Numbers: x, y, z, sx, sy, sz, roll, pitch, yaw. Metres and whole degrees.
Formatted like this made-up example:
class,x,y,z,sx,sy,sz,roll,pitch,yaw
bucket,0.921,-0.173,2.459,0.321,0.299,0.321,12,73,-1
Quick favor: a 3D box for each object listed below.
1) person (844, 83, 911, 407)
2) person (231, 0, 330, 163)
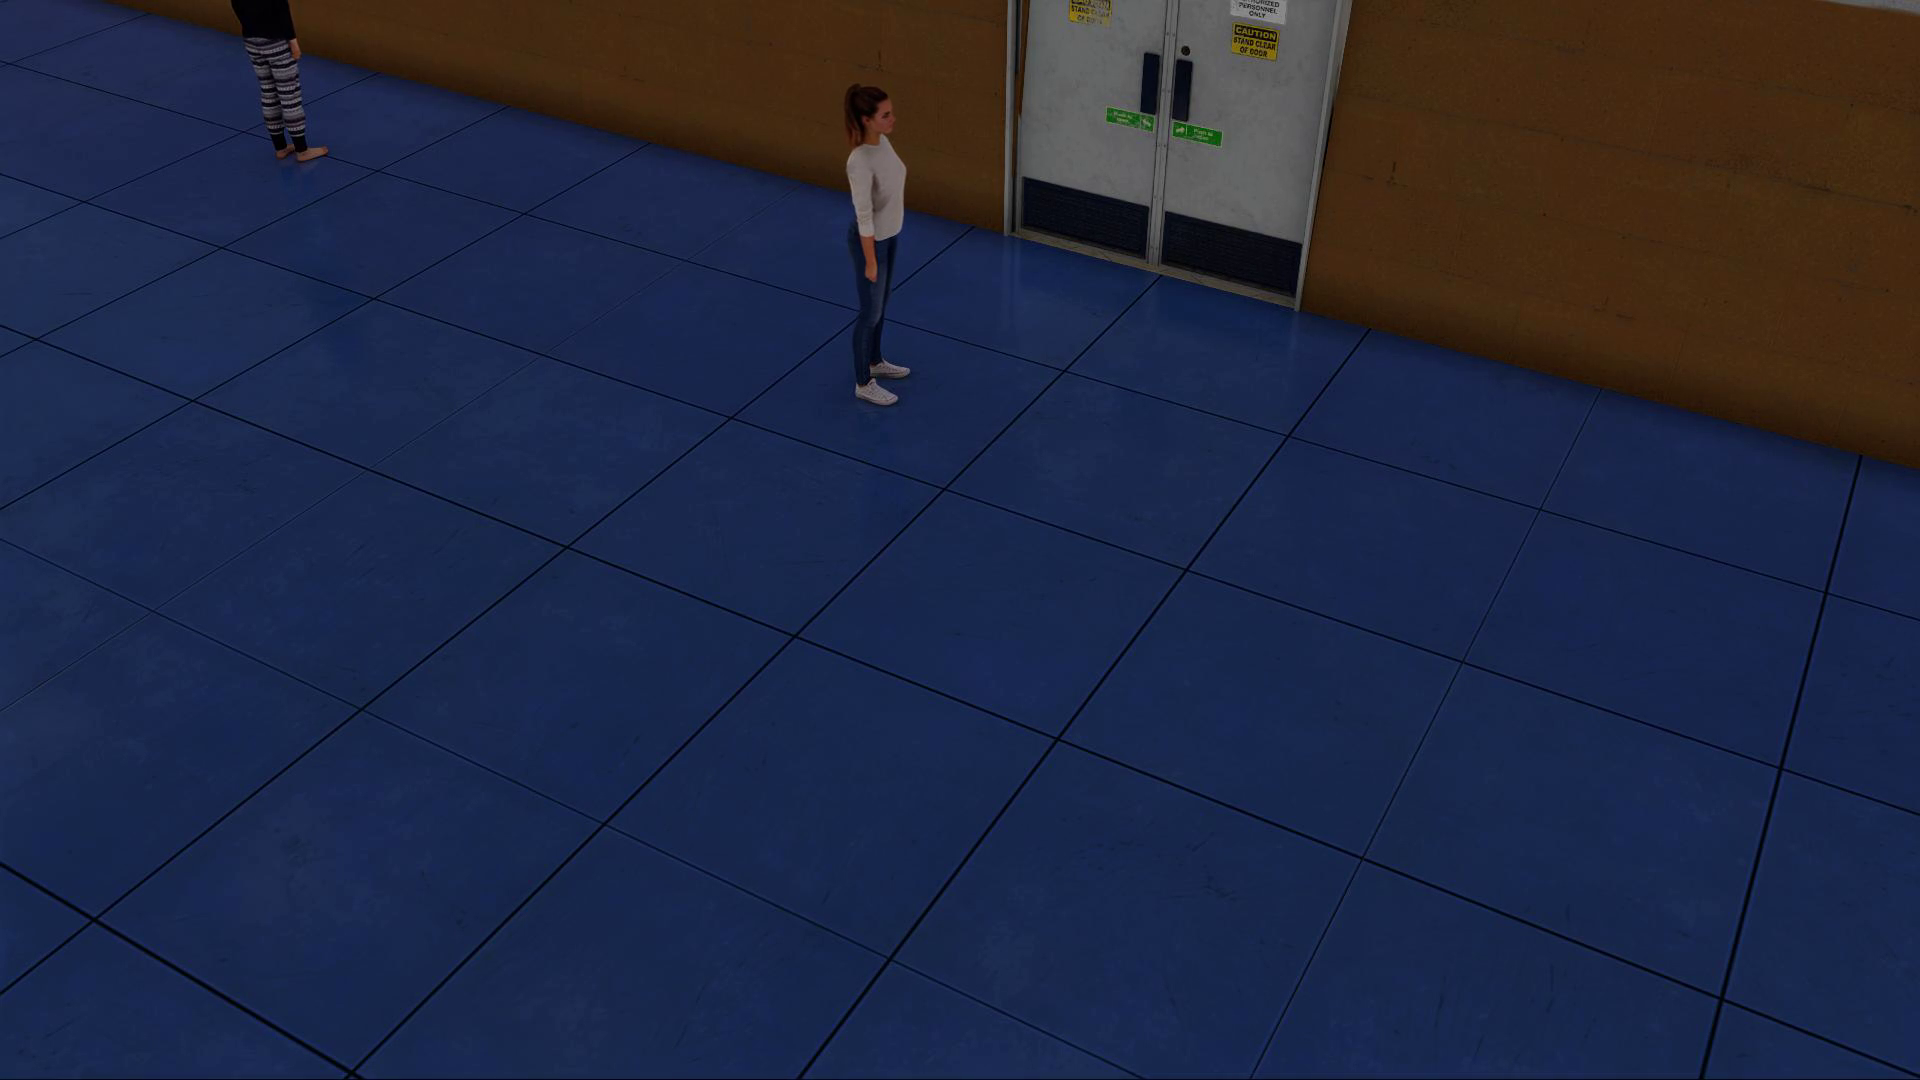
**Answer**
class,x,y,z,sx,sy,sz,roll,pitch,yaw
person,-0.456,-1.552,8.728,0.718,1.719,0.548,9,38,12
person,-4.661,-3.403,11.183,0.606,1.732,0.512,17,40,21
